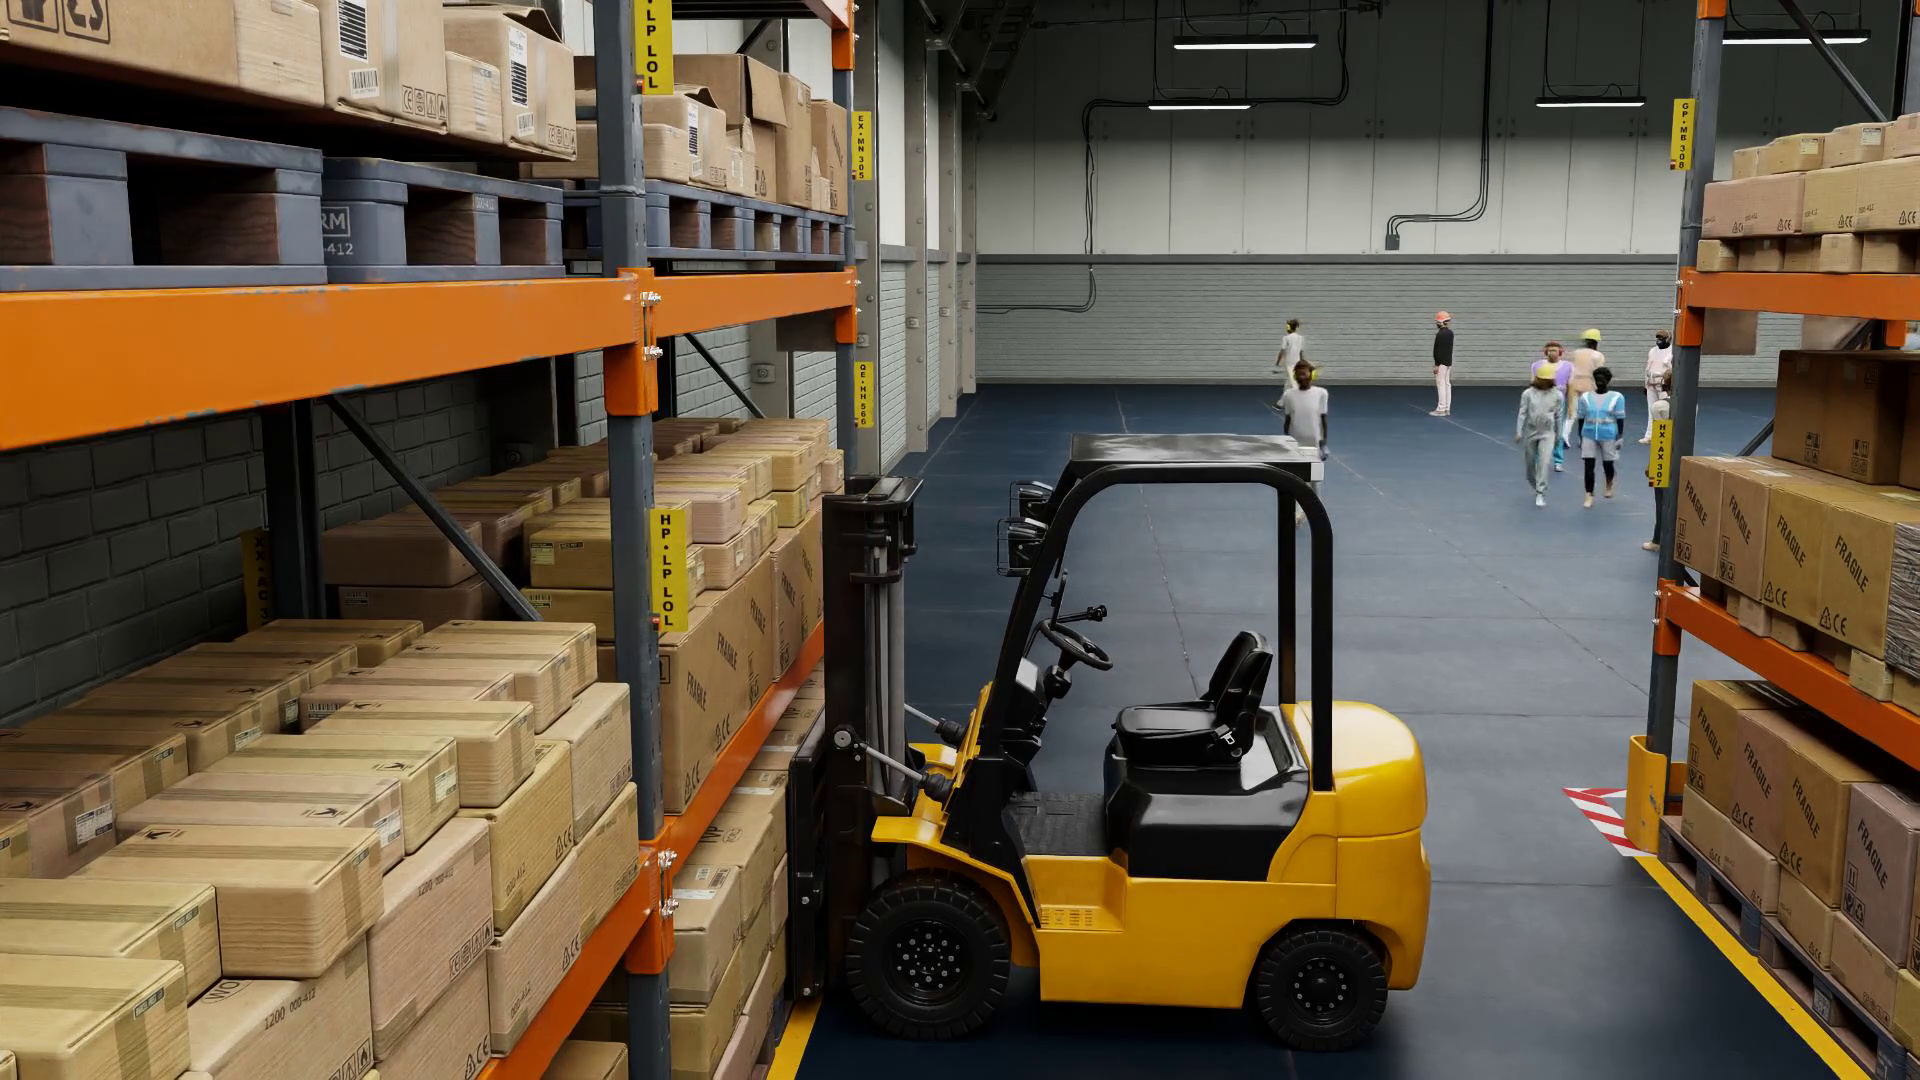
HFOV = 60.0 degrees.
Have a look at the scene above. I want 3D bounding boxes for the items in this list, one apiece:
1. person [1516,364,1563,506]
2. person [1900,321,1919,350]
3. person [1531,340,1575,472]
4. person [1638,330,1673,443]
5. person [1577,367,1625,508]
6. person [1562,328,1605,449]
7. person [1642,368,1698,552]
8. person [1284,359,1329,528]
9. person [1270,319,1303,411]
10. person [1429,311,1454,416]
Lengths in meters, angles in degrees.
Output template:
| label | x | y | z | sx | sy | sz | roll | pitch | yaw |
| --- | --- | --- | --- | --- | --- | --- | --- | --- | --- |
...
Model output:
| label | x | y | z | sx | sy | sz | roll | pitch | yaw |
| --- | --- | --- | --- | --- | --- | --- | --- | --- | --- |
| person | 7.005 | -1.295 | 20.107 | 0.519 | 1.704 | 0.778 | 4 | 10 | 21 |
| person | 16.847 | -2.968 | 29.574 | 0.432 | 1.926 | 0.653 | -8 | 12 | -39 |
| person | 8.233 | -1.870 | 23.167 | 0.578 | 1.843 | 0.376 | 5 | 11 | 27 |
| person | 11.202 | -2.436 | 26.606 | 0.429 | 1.845 | 0.620 | -5 | 11 | -27 |
| person | 7.622 | -1.231 | 19.783 | 0.549 | 1.681 | 0.591 | 6 | 11 | 31 |
| person | 9.751 | -2.359 | 26.000 | 0.897 | 1.898 | 0.596 | -8 | 12 | -40 |
| person | 7.097 | -0.790 | 16.633 | 0.506 | 1.843 | 0.351 | -3 | 10 | -15 |
| person | 3.826 | -1.081 | 18.370 | 0.520 | 1.852 | 0.745 | 3 | 10 | 17 |
| person | 6.418 | -3.395 | 32.486 | 0.543 | 1.818 | 0.968 | -7 | 12 | -38 |
| person | 9.209 | -3.370 | 31.802 | 0.396 | 1.992 | 0.623 | 7 | 12 | 37 |
